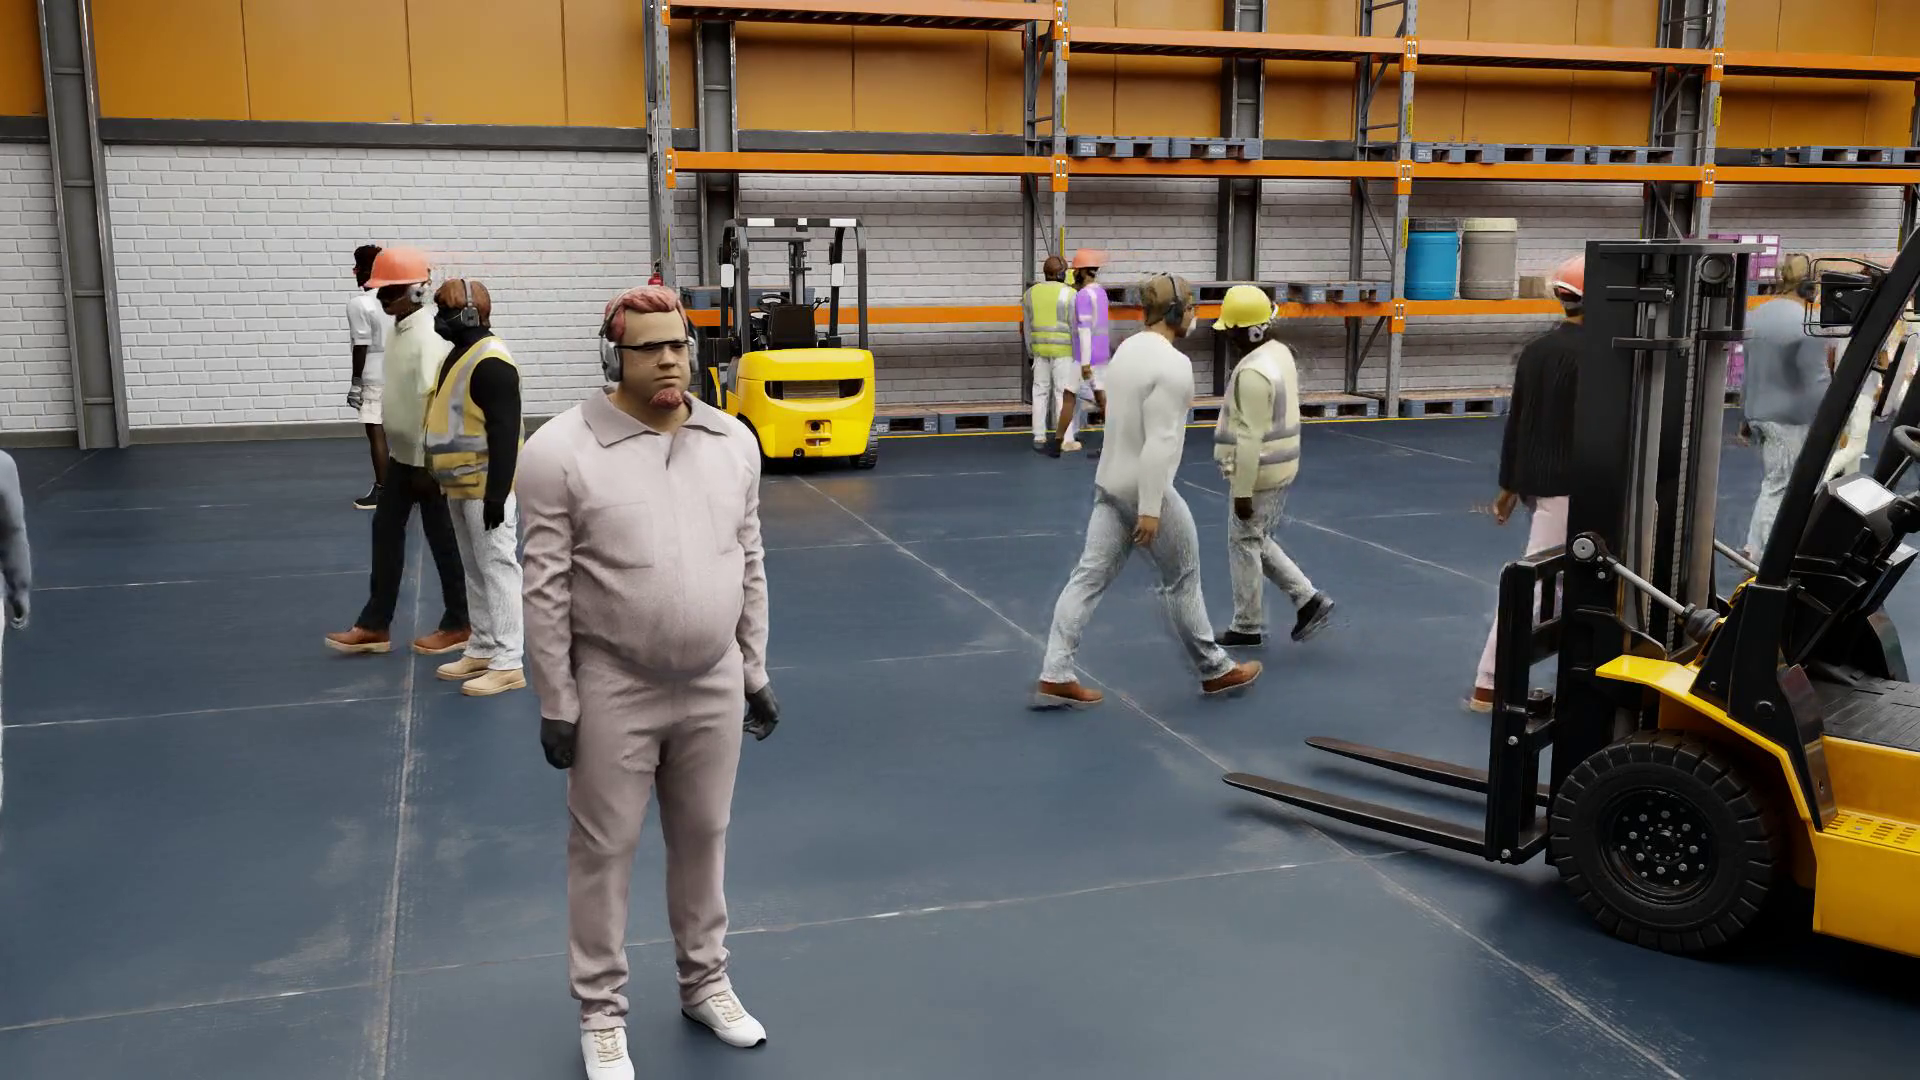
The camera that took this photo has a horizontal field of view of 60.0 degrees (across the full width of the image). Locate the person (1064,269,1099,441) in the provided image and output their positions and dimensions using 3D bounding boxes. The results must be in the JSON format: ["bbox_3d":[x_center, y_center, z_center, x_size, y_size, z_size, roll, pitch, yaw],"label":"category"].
[{"bbox_3d":[1.273,-1.834,16.439,0.645,1.738,0.536,-1,10,-4],"label":"person"}]

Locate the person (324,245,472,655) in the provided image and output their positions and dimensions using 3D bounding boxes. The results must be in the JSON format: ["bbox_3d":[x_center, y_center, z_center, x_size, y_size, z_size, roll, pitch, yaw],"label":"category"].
[{"bbox_3d":[-2.695,-0.394,7.902,0.760,1.971,0.652,-9,13,-39],"label":"person"}]

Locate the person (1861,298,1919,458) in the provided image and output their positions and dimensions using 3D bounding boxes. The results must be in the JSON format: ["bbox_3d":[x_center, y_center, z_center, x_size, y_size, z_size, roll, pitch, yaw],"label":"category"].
[{"bbox_3d":[8.532,-1.510,15.114,0.885,1.580,0.505,-1,10,-3],"label":"person"}]

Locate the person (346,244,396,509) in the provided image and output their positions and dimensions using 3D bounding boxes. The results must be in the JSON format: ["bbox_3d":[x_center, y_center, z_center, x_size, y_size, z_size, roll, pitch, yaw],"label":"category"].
[{"bbox_3d":[-4.348,-1.214,12.432,0.367,1.966,0.607,3,11,18],"label":"person"}]

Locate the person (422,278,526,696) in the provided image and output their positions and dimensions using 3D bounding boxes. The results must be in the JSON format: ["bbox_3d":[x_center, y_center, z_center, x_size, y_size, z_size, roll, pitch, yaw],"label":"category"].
[{"bbox_3d":[-2.155,-0.235,7.408,0.430,1.844,0.624,-7,12,-32],"label":"person"}]

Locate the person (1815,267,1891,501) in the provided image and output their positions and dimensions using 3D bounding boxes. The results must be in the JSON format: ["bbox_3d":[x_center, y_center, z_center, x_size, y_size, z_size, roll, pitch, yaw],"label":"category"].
[{"bbox_3d":[6.393,-1.058,11.963,0.834,1.838,0.524,-3,11,-18],"label":"person"}]

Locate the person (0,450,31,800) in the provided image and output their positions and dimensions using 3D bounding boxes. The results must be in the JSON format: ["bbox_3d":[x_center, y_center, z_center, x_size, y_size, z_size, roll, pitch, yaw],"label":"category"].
[{"bbox_3d":[-3.422,0.210,5.603,0.522,1.600,0.737,-8,13,-37],"label":"person"}]

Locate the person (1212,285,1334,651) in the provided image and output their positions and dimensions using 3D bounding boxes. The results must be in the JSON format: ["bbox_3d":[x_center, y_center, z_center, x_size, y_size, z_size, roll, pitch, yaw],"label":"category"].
[{"bbox_3d":[1.475,-0.320,7.995,0.517,1.796,0.628,5,11,24],"label":"person"}]

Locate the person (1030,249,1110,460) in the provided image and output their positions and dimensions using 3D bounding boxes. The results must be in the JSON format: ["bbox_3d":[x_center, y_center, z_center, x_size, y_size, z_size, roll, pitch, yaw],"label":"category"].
[{"bbox_3d":[1.064,-1.678,15.135,0.915,1.900,0.575,6,12,29],"label":"person"}]

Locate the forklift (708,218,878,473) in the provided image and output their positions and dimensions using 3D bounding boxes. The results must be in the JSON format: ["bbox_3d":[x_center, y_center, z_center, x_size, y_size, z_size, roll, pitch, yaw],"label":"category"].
[{"bbox_3d":[-1.522,-1.778,14.899,1.214,2.155,2.313,-3,11,-17],"label":"forklift"}]

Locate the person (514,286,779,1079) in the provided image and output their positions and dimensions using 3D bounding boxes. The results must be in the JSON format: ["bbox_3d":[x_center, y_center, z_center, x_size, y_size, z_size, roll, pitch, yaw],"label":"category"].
[{"bbox_3d":[-0.725,0.349,4.027,0.638,1.910,0.407,-8,13,-36],"label":"person"}]

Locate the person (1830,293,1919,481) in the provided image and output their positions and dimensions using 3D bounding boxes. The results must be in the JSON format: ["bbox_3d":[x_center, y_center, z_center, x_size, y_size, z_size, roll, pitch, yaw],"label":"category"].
[{"bbox_3d":[7.615,-1.355,13.488,1.040,1.874,0.549,5,11,26],"label":"person"}]

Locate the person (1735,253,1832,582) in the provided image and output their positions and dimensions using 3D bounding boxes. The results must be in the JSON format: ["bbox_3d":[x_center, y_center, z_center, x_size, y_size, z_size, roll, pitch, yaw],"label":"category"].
[{"bbox_3d":[4.748,-0.660,9.505,0.484,1.925,0.664,-1,10,-5],"label":"person"}]

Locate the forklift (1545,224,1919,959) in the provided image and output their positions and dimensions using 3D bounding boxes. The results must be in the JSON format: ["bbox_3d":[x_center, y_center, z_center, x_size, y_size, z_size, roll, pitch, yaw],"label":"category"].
[{"bbox_3d":[2.909,0.117,4.508,2.313,2.155,1.214,9,14,40],"label":"forklift"}]

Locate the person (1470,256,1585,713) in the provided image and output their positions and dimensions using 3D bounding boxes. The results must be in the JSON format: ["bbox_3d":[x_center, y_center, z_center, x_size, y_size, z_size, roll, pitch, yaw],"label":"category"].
[{"bbox_3d":[2.629,-0.229,7.095,1.013,1.938,0.602,-2,11,-11],"label":"person"}]

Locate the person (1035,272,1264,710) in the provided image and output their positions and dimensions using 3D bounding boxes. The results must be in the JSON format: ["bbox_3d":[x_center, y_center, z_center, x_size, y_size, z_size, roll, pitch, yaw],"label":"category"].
[{"bbox_3d":[0.795,-0.201,7.140,1.078,1.872,0.640,-4,11,-21],"label":"person"}]

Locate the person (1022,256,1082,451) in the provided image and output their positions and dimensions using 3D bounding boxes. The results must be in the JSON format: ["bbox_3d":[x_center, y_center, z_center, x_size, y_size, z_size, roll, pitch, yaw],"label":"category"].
[{"bbox_3d":[0.901,-1.764,15.790,0.626,1.844,0.429,7,12,33],"label":"person"}]
